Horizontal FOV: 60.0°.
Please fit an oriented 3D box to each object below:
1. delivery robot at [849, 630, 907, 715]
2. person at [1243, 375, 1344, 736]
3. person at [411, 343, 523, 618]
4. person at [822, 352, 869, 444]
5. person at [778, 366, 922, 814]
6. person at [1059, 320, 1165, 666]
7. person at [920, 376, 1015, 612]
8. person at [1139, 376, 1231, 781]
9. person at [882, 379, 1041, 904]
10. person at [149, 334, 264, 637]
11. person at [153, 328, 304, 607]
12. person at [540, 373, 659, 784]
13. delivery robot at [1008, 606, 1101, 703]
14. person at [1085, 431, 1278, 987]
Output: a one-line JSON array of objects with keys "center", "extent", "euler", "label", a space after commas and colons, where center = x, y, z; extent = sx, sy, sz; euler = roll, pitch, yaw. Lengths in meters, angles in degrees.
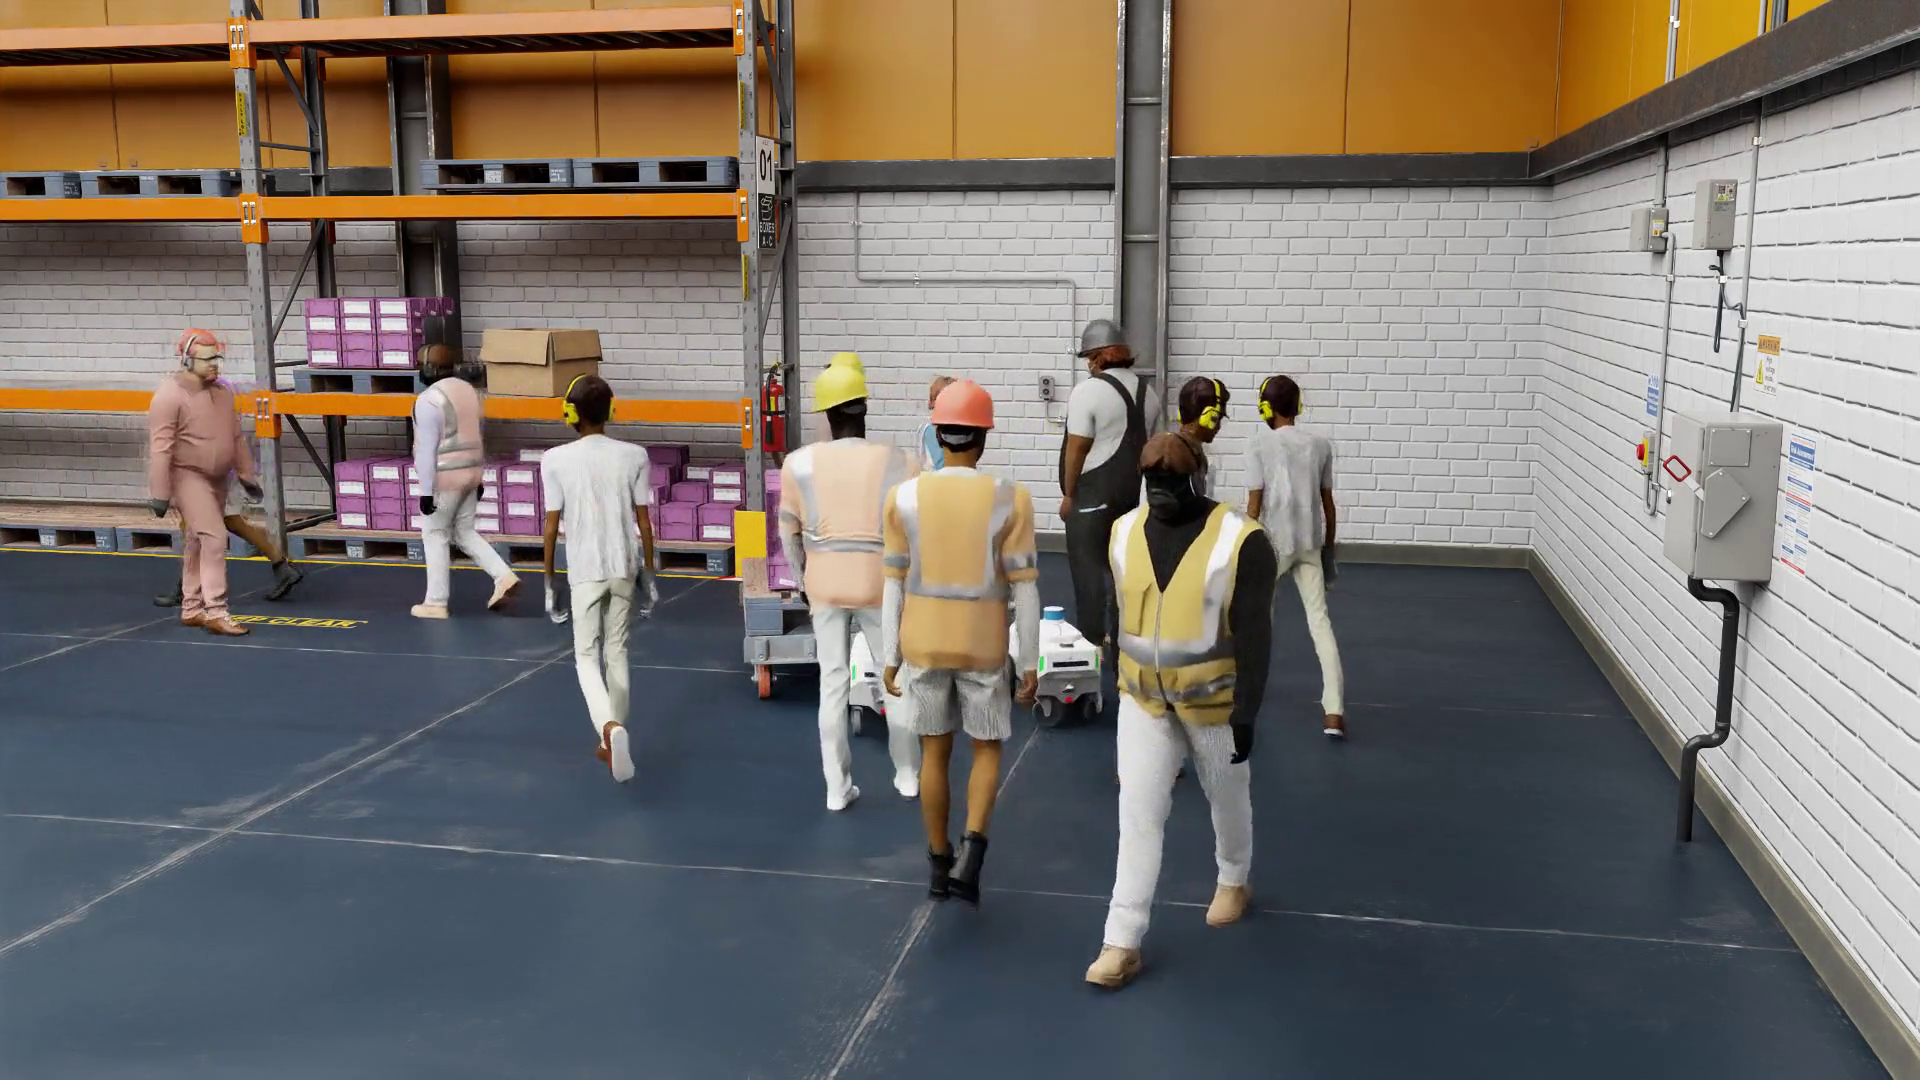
[{"center": [-0.374, 0.621, 8.352], "extent": [0.477, 0.478, 0.707], "euler": [0, 9, -1], "label": "delivery robot"}, {"center": [1.691, 0.055, 8.447], "extent": [0.536, 1.765, 1.147], "euler": [-2, 10, -11], "label": "person"}, {"center": [-3.270, -0.375, 10.863], "extent": [0.673, 1.815, 0.648], "euler": [3, 10, 17], "label": "person"}, {"center": [-0.810, -0.381, 11.123], "extent": [0.439, 1.743, 0.545], "euler": [-1, 9, -7], "label": "person"}, {"center": [-0.461, 0.208, 7.105], "extent": [0.611, 1.897, 0.498], "euler": [0, 9, -2], "label": "person"}, {"center": [0.836, -0.299, 9.708], "extent": [0.892, 2.000, 0.623], "euler": [-9, 13, -44], "label": "person"}, {"center": [-0.041, -0.242, 10.696], "extent": [0.826, 1.596, 0.525], "euler": [3, 10, 18], "label": "person"}, {"center": [0.943, 0.194, 7.341], "extent": [0.477, 1.834, 0.557], "euler": [-3, 10, -19], "label": "person"}, {"center": [-0.005, 0.388, 5.953], "extent": [0.580, 1.915, 0.595], "euler": [1, 9, 7], "label": "person"}, {"center": [-4.685, -0.342, 10.451], "extent": [0.742, 1.878, 0.663], "euler": [1, 9, 7], "label": "person"}, {"center": [-5.002, -0.487, 11.281], "extent": [0.940, 1.904, 0.556], "euler": [-1, 9, -5], "label": "person"}, {"center": [-1.590, 0.180, 7.447], "extent": [0.519, 1.845, 0.733], "euler": [-4, 10, -25], "label": "person"}, {"center": [0.480, 0.587, 8.557], "extent": [0.477, 0.478, 0.707], "euler": [-2, 10, -11], "label": "delivery robot"}, {"center": [0.762, 0.520, 5.580], "extent": [0.633, 1.780, 1.013], "euler": [6, 11, 31], "label": "person"}]
